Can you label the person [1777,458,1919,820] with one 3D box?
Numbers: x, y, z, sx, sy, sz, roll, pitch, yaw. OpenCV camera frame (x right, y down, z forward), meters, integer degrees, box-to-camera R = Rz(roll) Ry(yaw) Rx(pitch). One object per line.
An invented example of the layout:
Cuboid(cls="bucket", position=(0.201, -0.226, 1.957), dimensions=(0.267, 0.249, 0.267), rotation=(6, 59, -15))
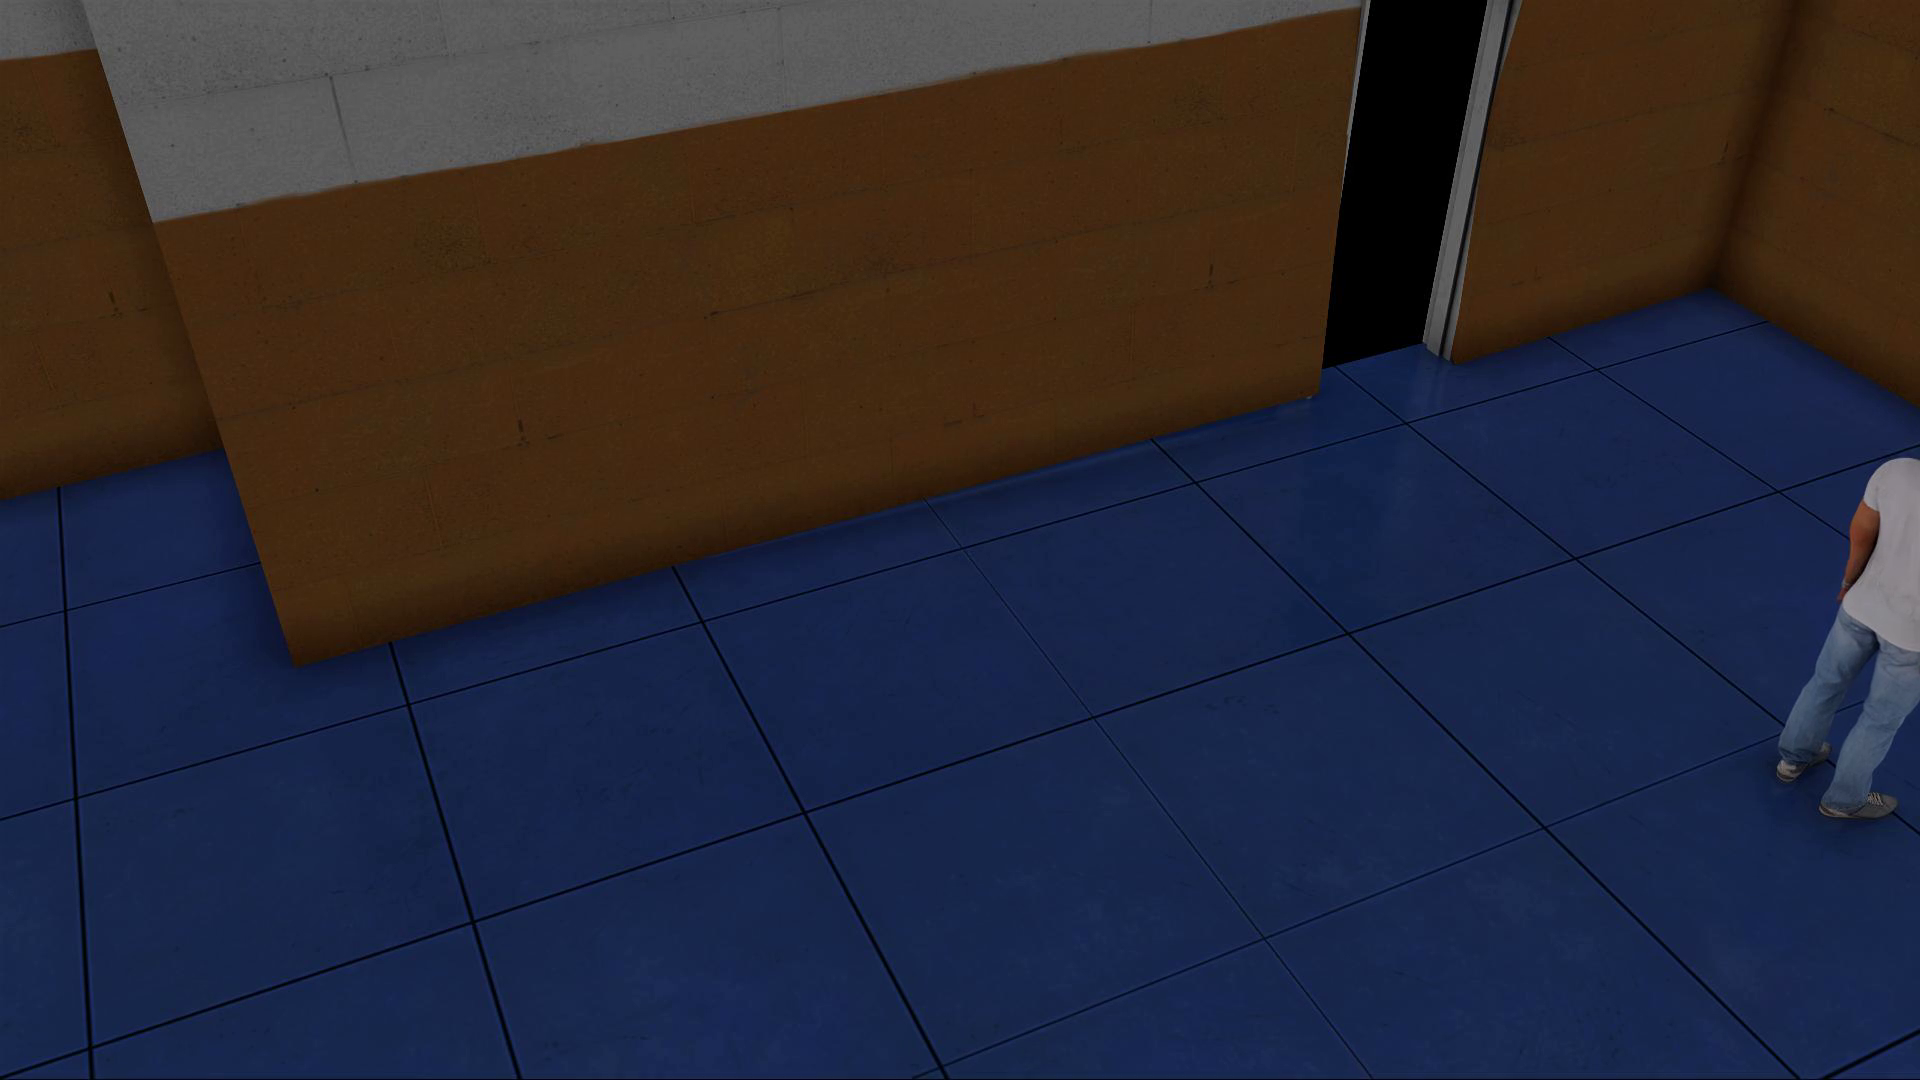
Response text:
Cuboid(cls="person", position=(3.530, 0.276, 6.276), dimensions=(0.742, 1.866, 0.504), rotation=(-13, 39, -17))
